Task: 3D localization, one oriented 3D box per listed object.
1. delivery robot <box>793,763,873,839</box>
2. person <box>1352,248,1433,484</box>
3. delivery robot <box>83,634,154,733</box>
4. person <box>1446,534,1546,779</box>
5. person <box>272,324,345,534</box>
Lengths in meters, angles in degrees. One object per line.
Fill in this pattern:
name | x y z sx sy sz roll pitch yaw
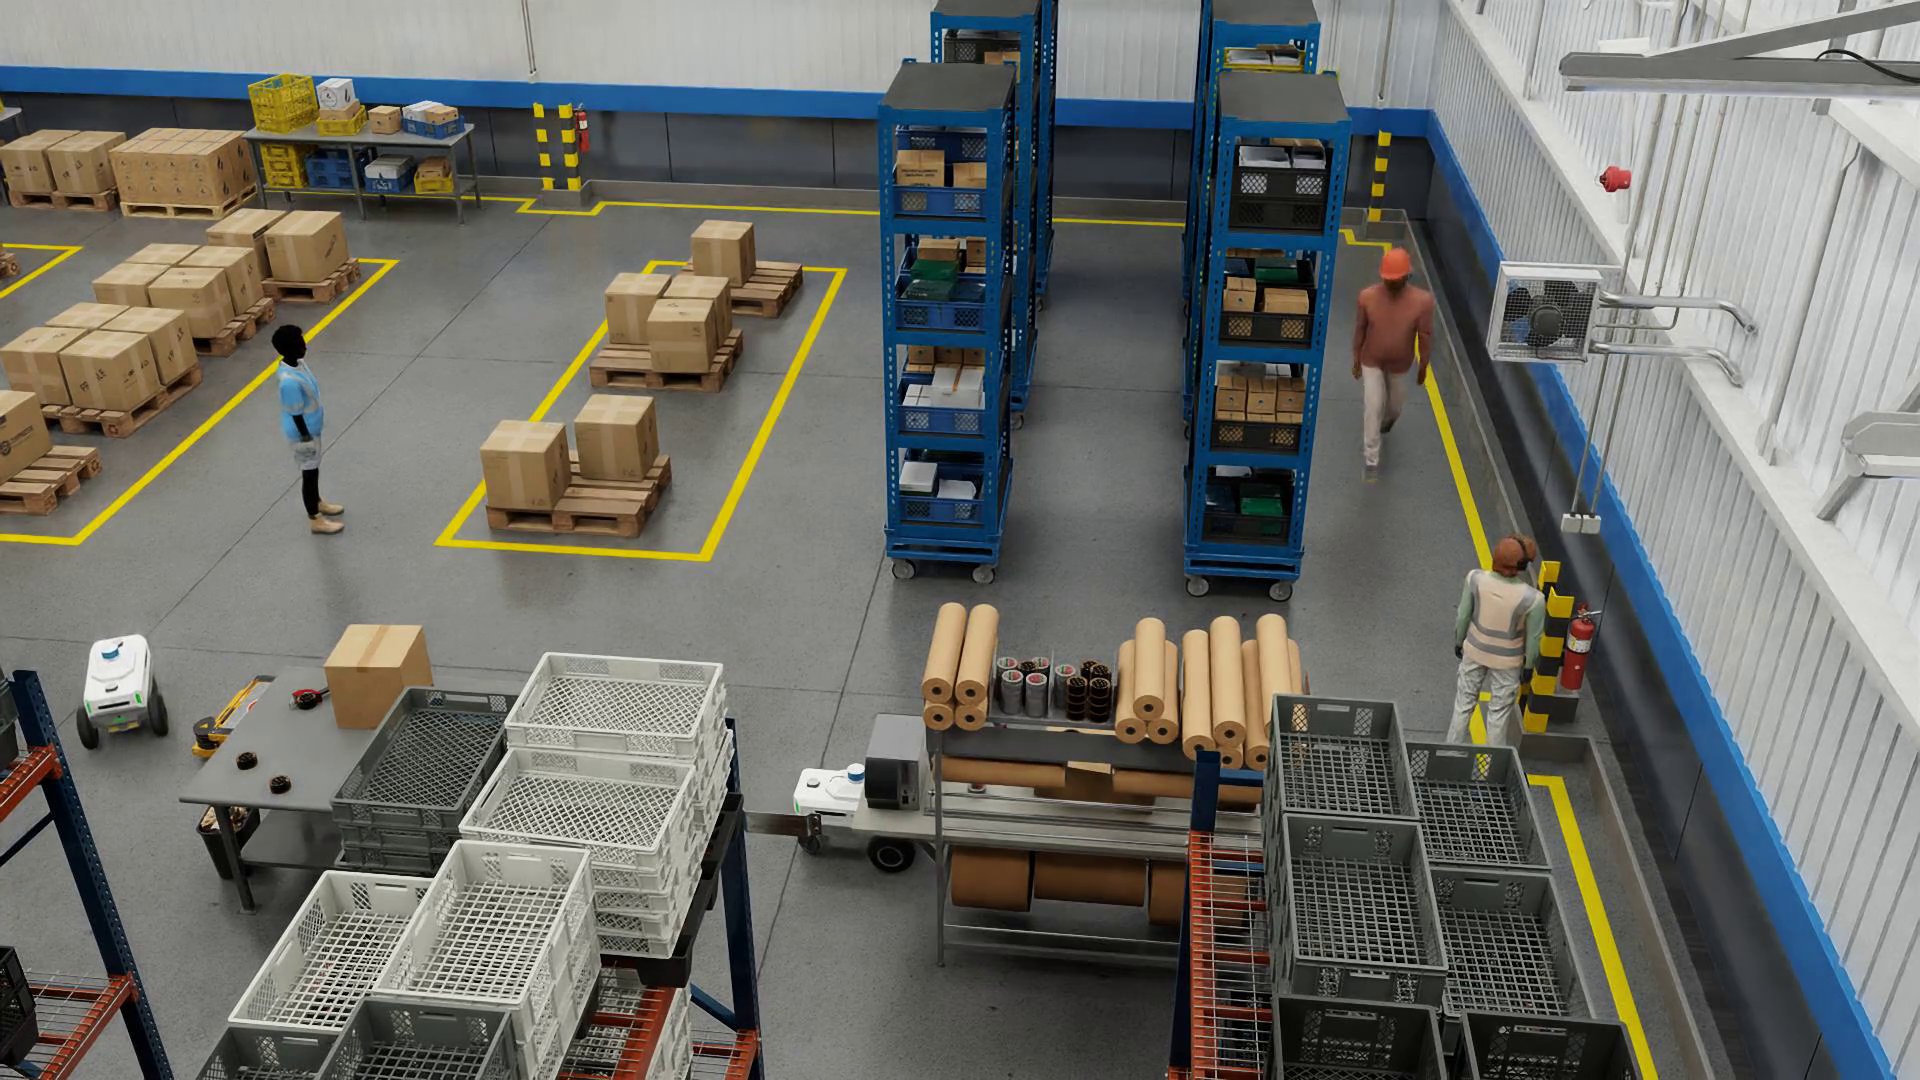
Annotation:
delivery robot | -0.599 1.519 9.666 0.707 0.478 0.477 4 31 7
person | 3.510 -1.507 13.577 0.627 1.962 0.856 8 31 13
delivery robot | -5.433 0.894 10.733 0.477 0.478 0.707 -10 31 -17
person | 3.233 0.708 10.080 0.517 1.636 0.314 23 37 33
person | -5.003 -0.852 12.710 0.318 1.693 0.552 -9 31 -15
